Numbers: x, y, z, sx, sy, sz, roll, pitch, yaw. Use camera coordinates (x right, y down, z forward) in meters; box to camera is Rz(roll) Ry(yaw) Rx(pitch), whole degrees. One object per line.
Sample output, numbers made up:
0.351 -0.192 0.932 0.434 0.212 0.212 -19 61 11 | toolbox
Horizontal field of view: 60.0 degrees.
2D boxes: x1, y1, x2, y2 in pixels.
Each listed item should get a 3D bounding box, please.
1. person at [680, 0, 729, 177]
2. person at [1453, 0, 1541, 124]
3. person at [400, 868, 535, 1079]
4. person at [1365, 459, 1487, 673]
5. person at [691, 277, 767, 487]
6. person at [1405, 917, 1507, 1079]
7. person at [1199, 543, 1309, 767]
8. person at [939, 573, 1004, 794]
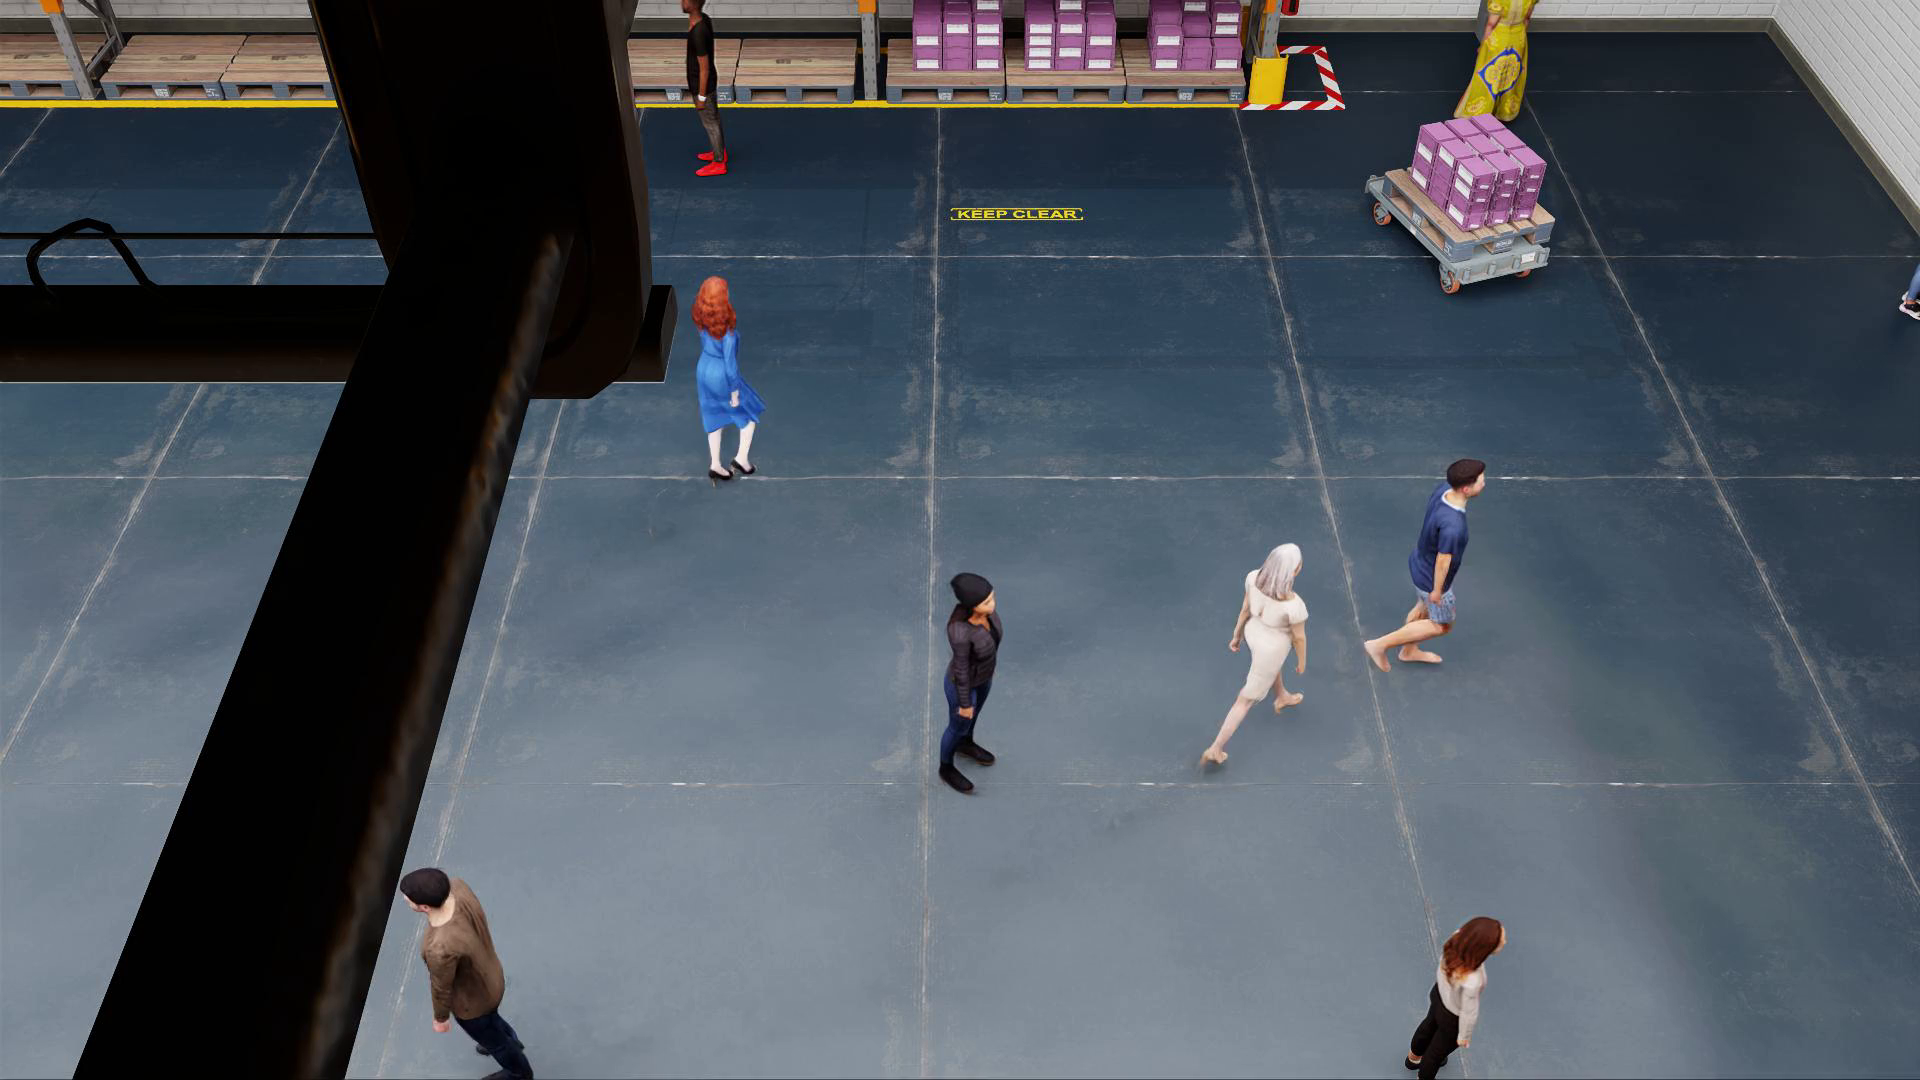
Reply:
-2.367 -4.247 15.416 0.522 1.805 0.655 -2 44 -2 | person
5.253 -4.798 16.098 0.832 1.660 0.999 -11 45 -11 | person
-2.424 2.264 8.530 0.651 1.875 0.689 -7 44 -7 | person
2.982 0.191 10.737 0.793 1.833 0.624 1 44 1 | person
-1.806 -1.087 12.092 0.815 1.813 0.873 31 52 28 | person
2.560 2.414 8.656 0.464 1.484 0.549 -1 44 -1 | person
1.825 0.756 10.253 1.241 1.683 1.103 -29 51 -27 | person
0.045 0.850 10.112 0.722 1.741 0.706 21 47 21 | person
